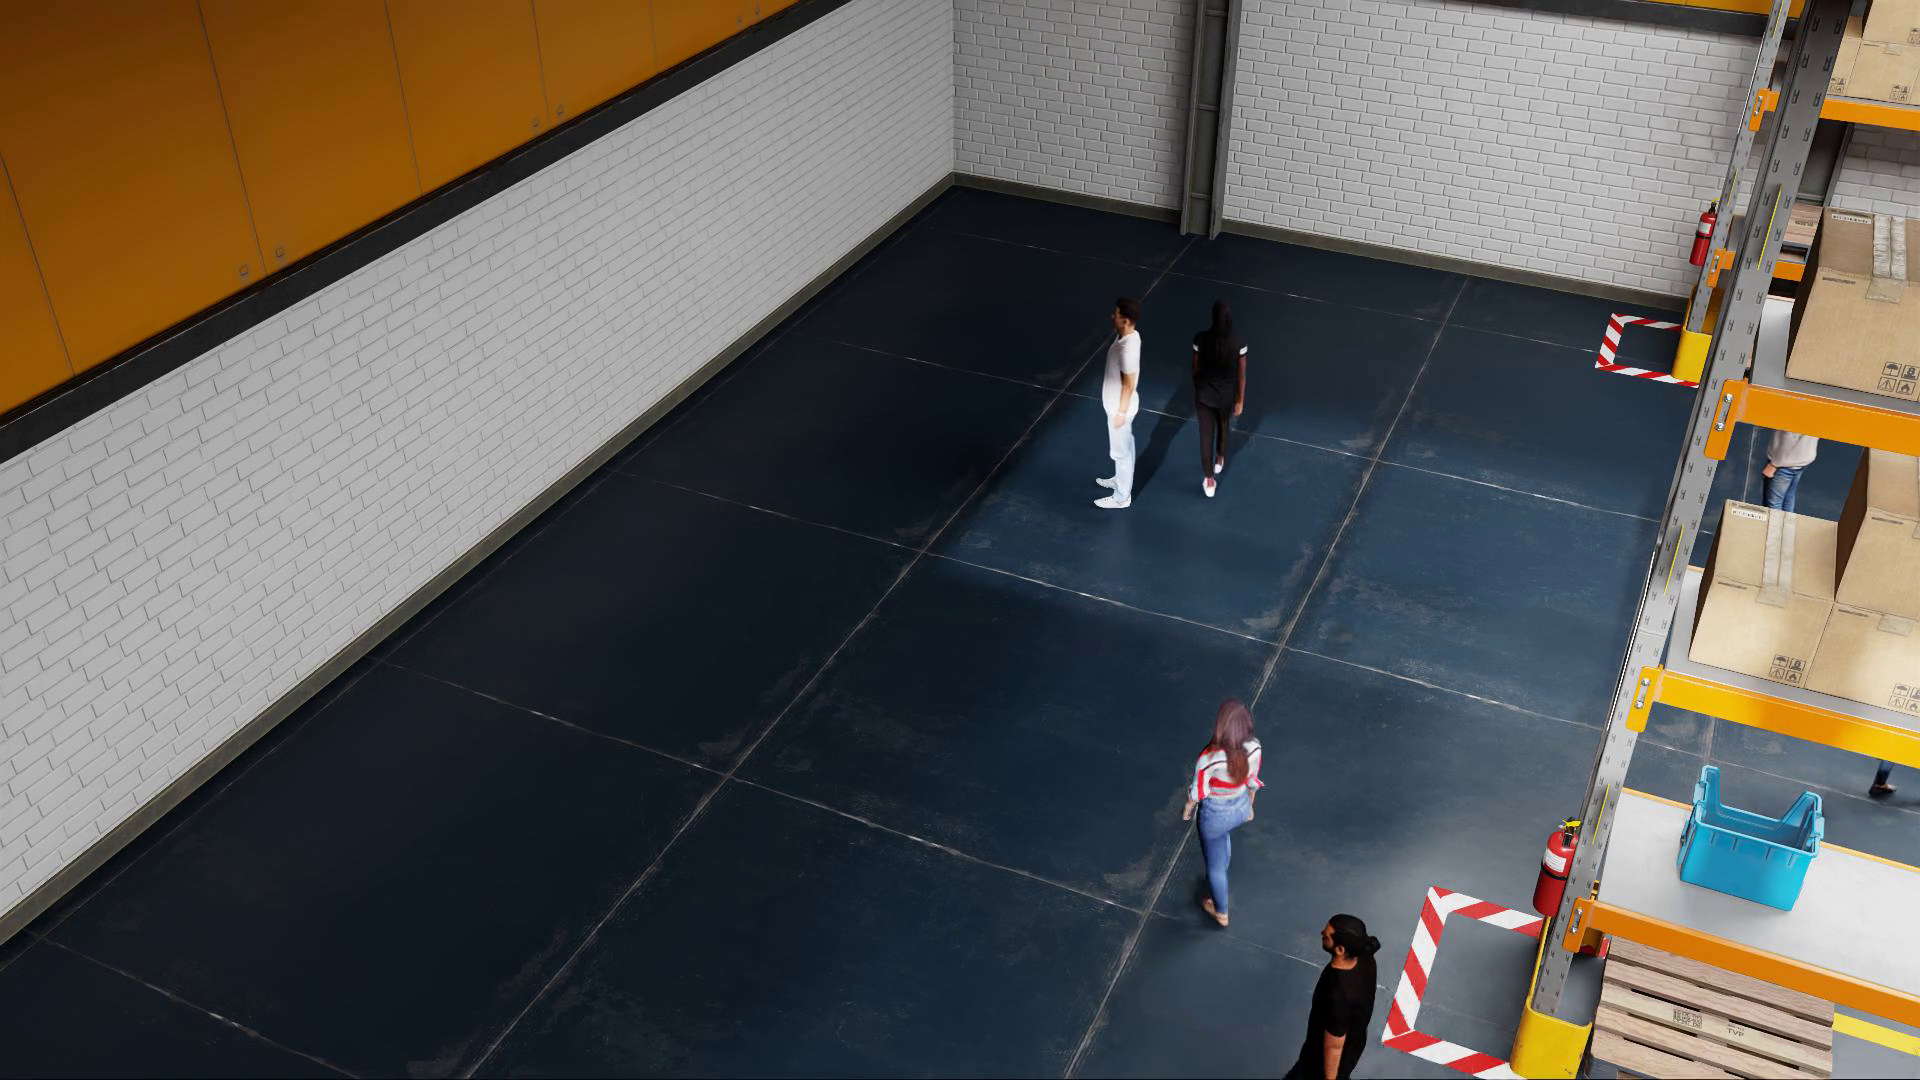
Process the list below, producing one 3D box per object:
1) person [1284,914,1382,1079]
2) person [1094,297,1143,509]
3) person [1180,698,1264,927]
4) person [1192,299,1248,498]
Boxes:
[{"bbox_3d":[1.922,2.557,8.240,0.667,1.743,0.658,16,37,22],"label":"person"},{"bbox_3d":[1.335,-1.133,13.682,0.658,1.865,0.729,5,34,8],"label":"person"},{"bbox_3d":[1.586,1.644,9.743,0.740,1.601,0.793,-17,37,-24],"label":"person"},{"bbox_3d":[2.124,-1.144,13.838,0.891,1.711,0.849,2,34,3],"label":"person"}]
